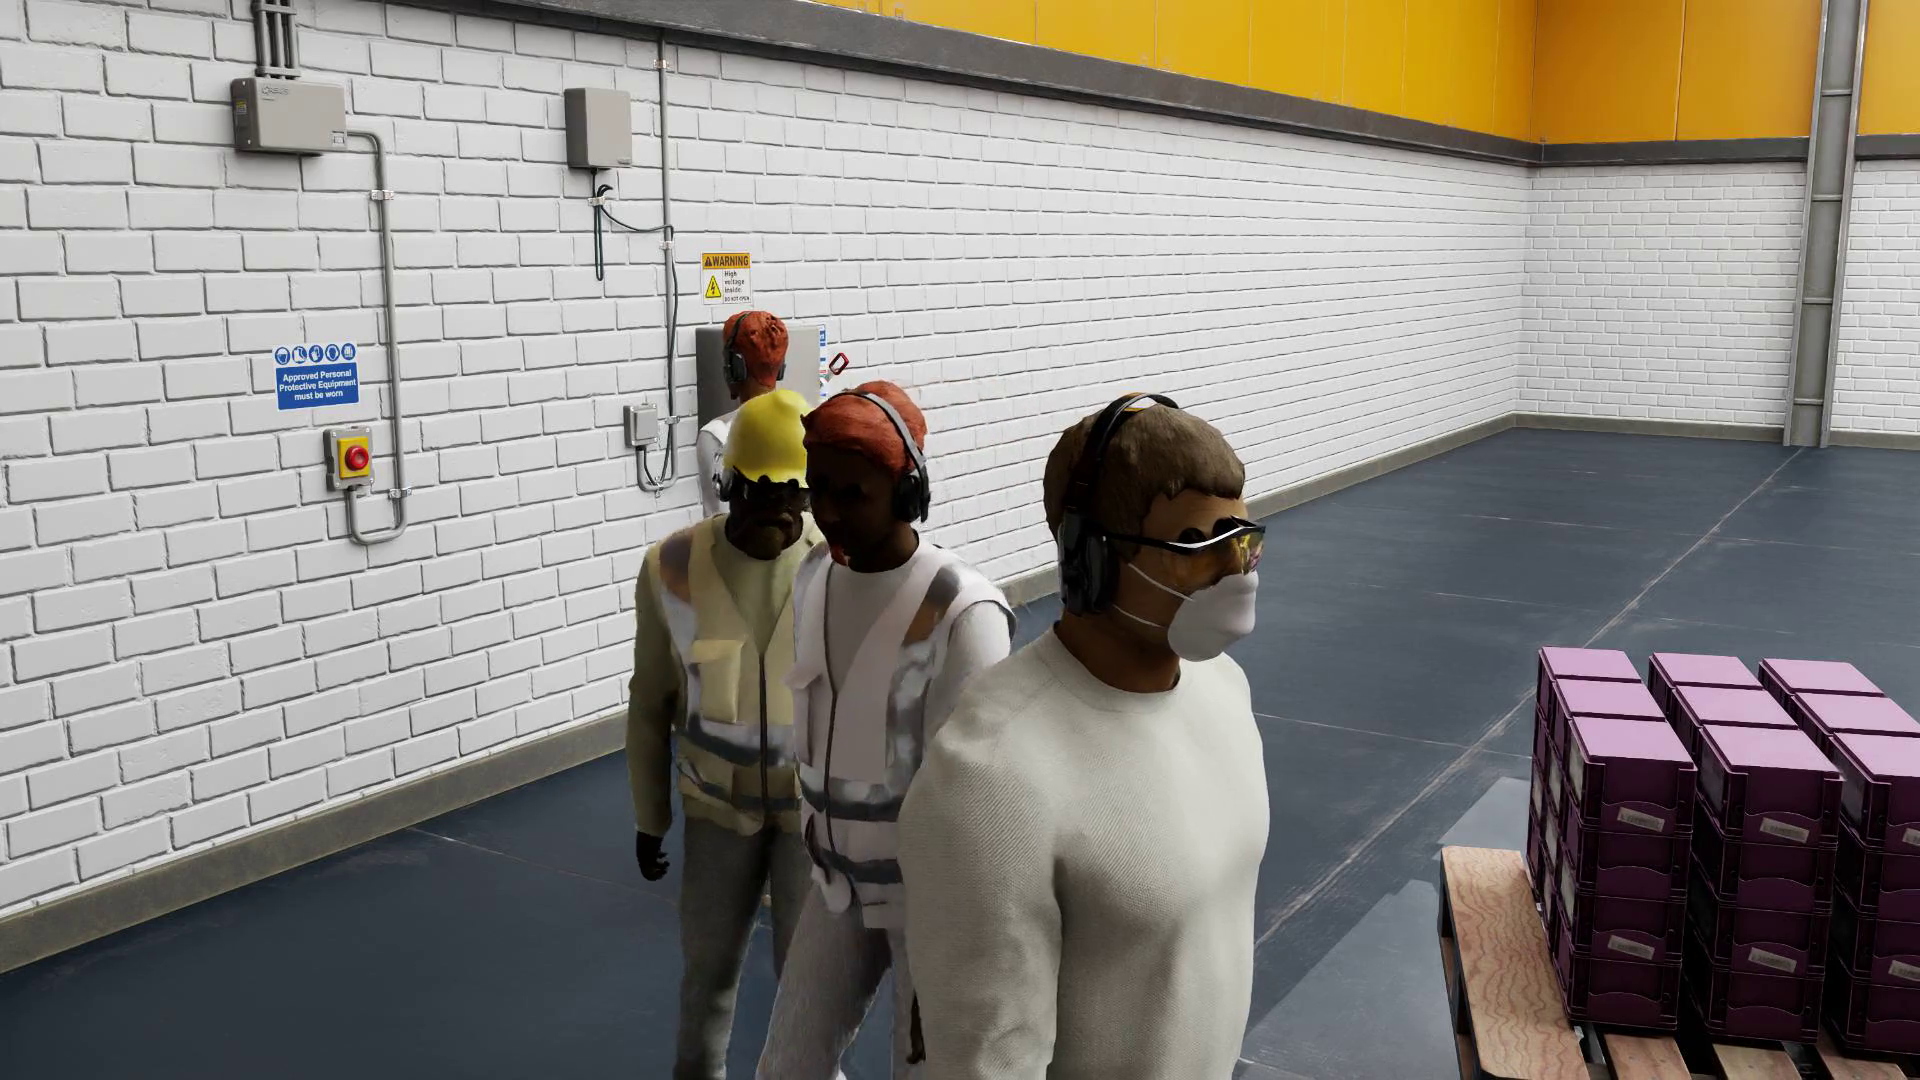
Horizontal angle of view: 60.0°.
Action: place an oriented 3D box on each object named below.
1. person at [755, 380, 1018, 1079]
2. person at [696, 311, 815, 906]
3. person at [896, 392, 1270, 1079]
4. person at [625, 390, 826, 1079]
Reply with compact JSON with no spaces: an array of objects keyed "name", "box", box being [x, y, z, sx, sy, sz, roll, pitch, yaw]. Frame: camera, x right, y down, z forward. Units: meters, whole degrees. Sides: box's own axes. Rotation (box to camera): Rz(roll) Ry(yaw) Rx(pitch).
[{"name":"person","box":[-0.127,0.646,2.968,0.431,1.864,0.594,-9,14,-42]},{"name":"person","box":[-0.629,0.217,5.298,0.343,1.882,0.585,7,12,33]},{"name":"person","box":[0.167,0.792,1.962,0.352,1.937,0.635,6,12,32]},{"name":"person","box":[-0.407,0.566,3.634,0.640,1.789,0.466,0,10,2]}]
